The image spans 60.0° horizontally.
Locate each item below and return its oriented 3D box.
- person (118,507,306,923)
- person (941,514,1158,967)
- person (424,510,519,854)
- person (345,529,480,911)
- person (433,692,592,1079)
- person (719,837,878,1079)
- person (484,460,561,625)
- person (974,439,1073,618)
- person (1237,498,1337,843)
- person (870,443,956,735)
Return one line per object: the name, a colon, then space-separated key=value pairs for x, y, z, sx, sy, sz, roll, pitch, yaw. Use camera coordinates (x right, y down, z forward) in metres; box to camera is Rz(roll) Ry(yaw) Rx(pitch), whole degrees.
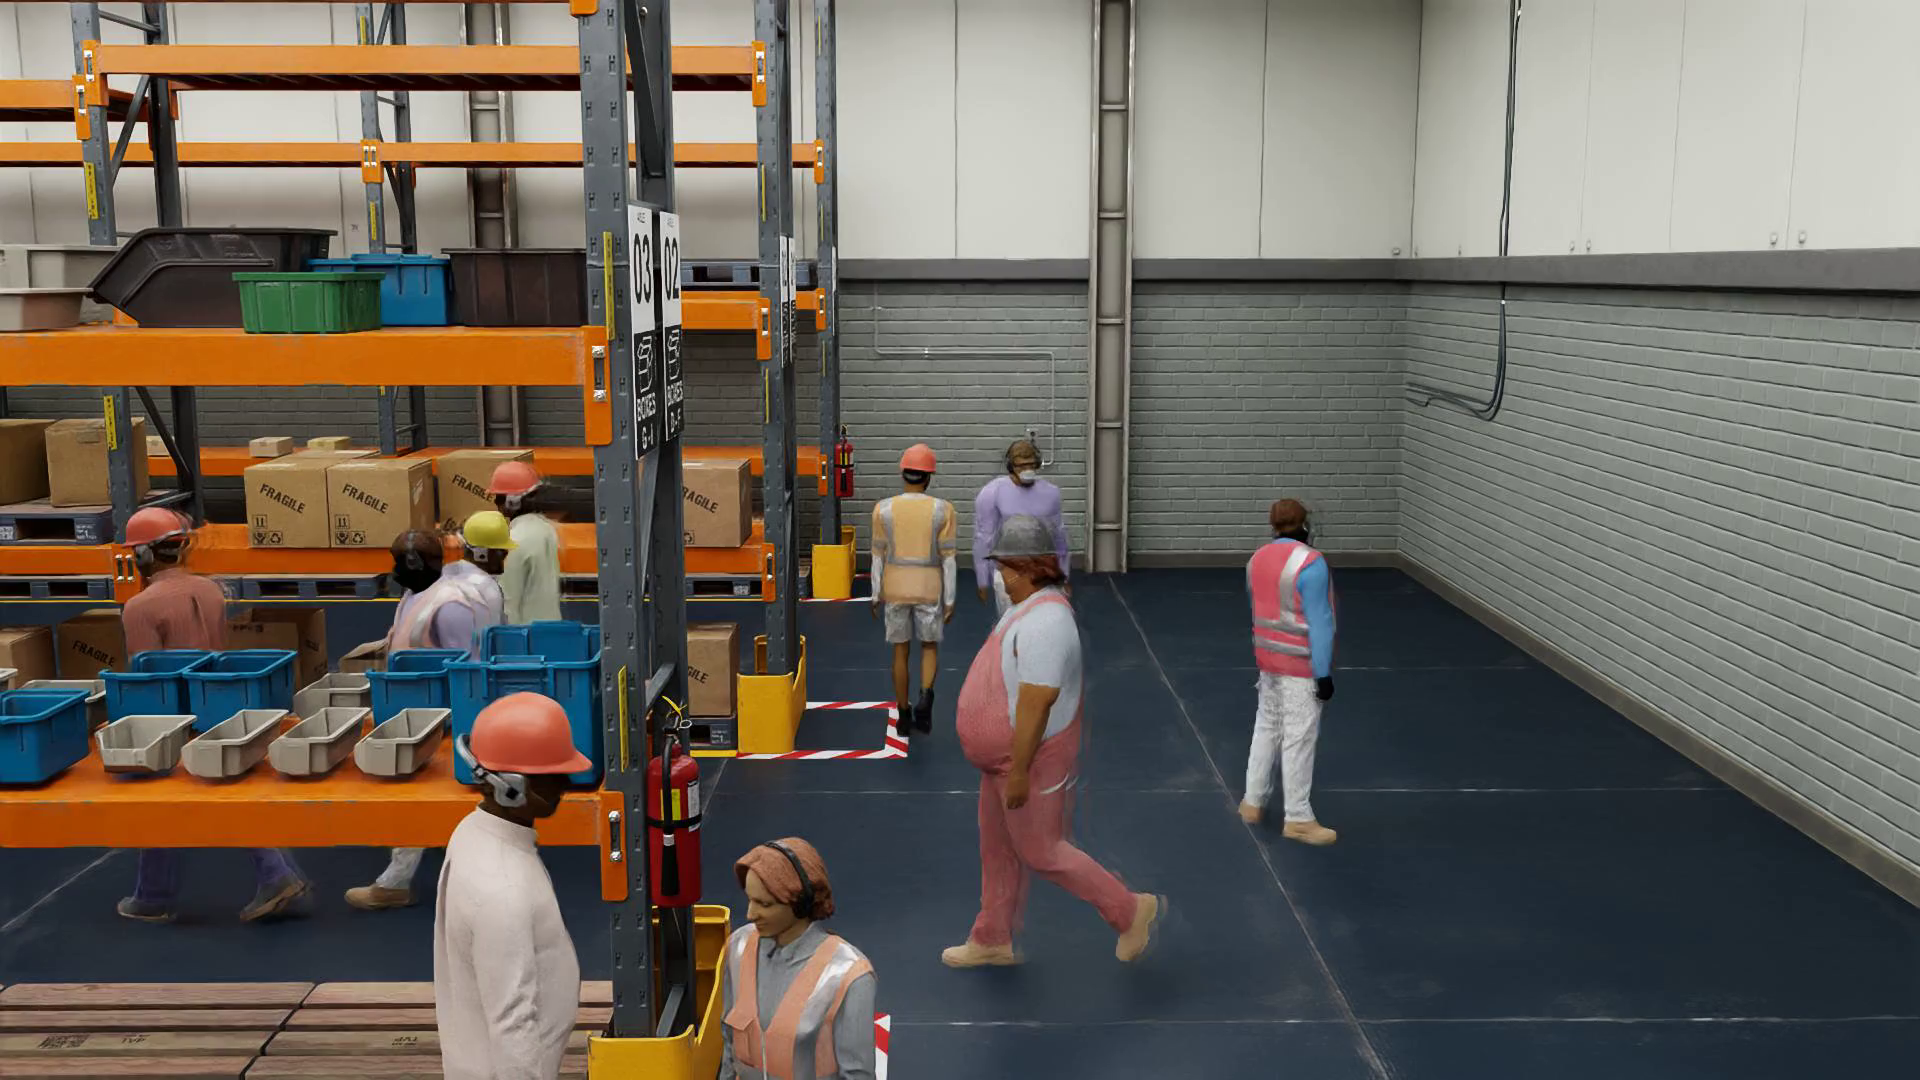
person: x=-3.513 y=0.823 z=7.680 sx=0.881 sy=1.955 sz=0.659 roll=2 pitch=10 yaw=14
person: x=0.376 y=0.863 z=7.131 sx=0.855 sy=2.000 sz=0.685 roll=-1 pitch=9 yaw=-4
person: x=-2.563 y=0.731 z=8.729 sx=0.929 sy=1.774 sz=0.618 roll=-7 pitch=11 yaw=-35
person: x=-2.538 y=0.839 z=8.079 sx=0.930 sy=1.789 sz=0.648 roll=-6 pitch=11 yaw=-33
person: x=-1.132 y=1.357 z=4.290 sx=0.404 sy=1.982 sz=0.628 roll=-3 pitch=10 yaw=-19
person: x=-0.405 y=1.540 z=4.241 sx=0.524 sy=1.631 sz=0.315 roll=7 pitch=12 yaw=38
person: x=-2.393 y=0.536 z=9.318 sx=0.533 sy=1.976 sz=0.623 roll=2 pitch=9 yaw=10
person: x=0.415 y=0.256 z=11.264 sx=0.735 sy=1.915 sz=0.494 roll=-6 pitch=11 yaw=-31
person: x=1.788 y=0.692 z=8.926 sx=0.432 sy=1.809 sz=0.689 roll=-4 pitch=10 yaw=-22
person: x=-0.309 y=0.341 z=10.734 sx=0.563 sy=1.919 sz=0.523 roll=0 pitch=9 yaw=1
